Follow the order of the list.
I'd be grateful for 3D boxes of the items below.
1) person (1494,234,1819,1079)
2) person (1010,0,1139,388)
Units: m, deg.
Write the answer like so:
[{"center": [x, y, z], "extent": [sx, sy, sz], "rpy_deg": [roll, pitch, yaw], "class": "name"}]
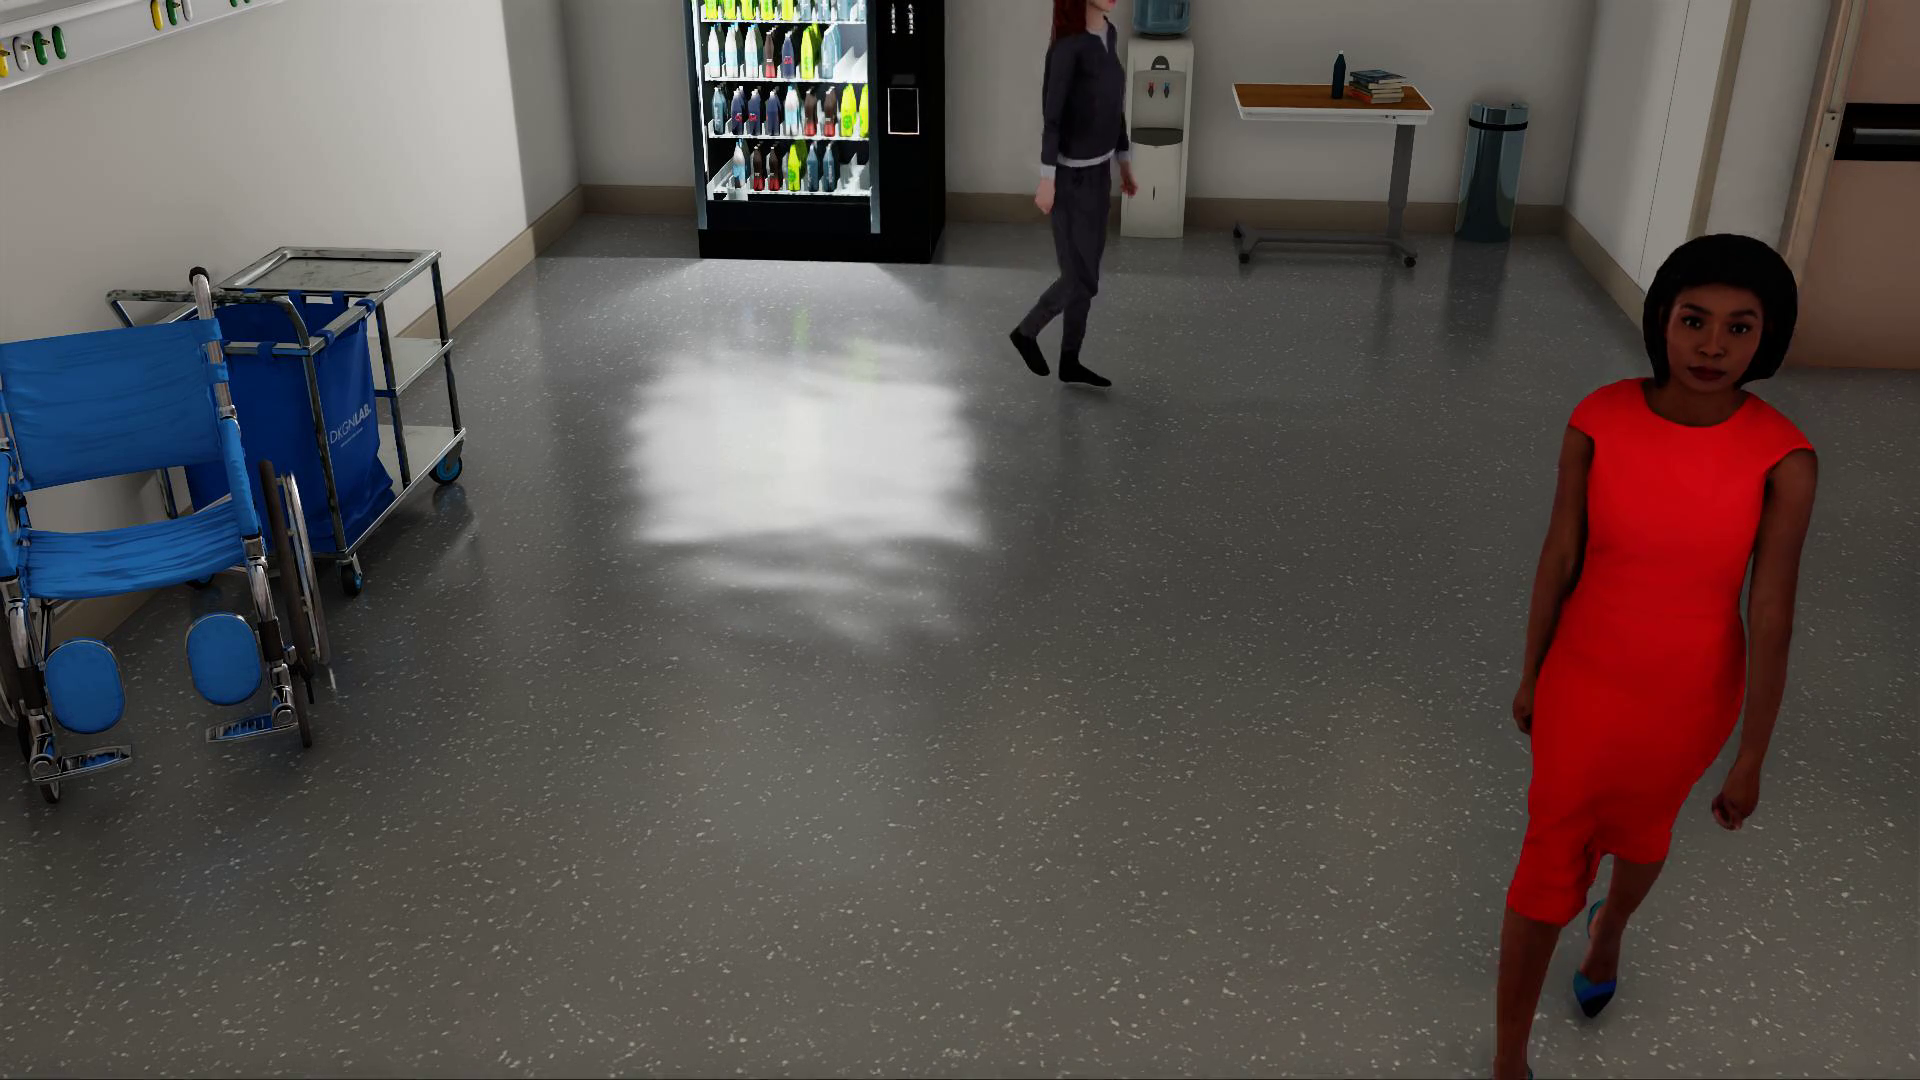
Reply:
[{"center": [1.285, 0.273, 3.126], "extent": [1.085, 1.709, 0.927], "rpy_deg": [13, 29, 25], "class": "person"}, {"center": [0.392, -1.448, 6.628], "extent": [0.769, 1.766, 0.726], "rpy_deg": [12, 28, 23], "class": "person"}]
